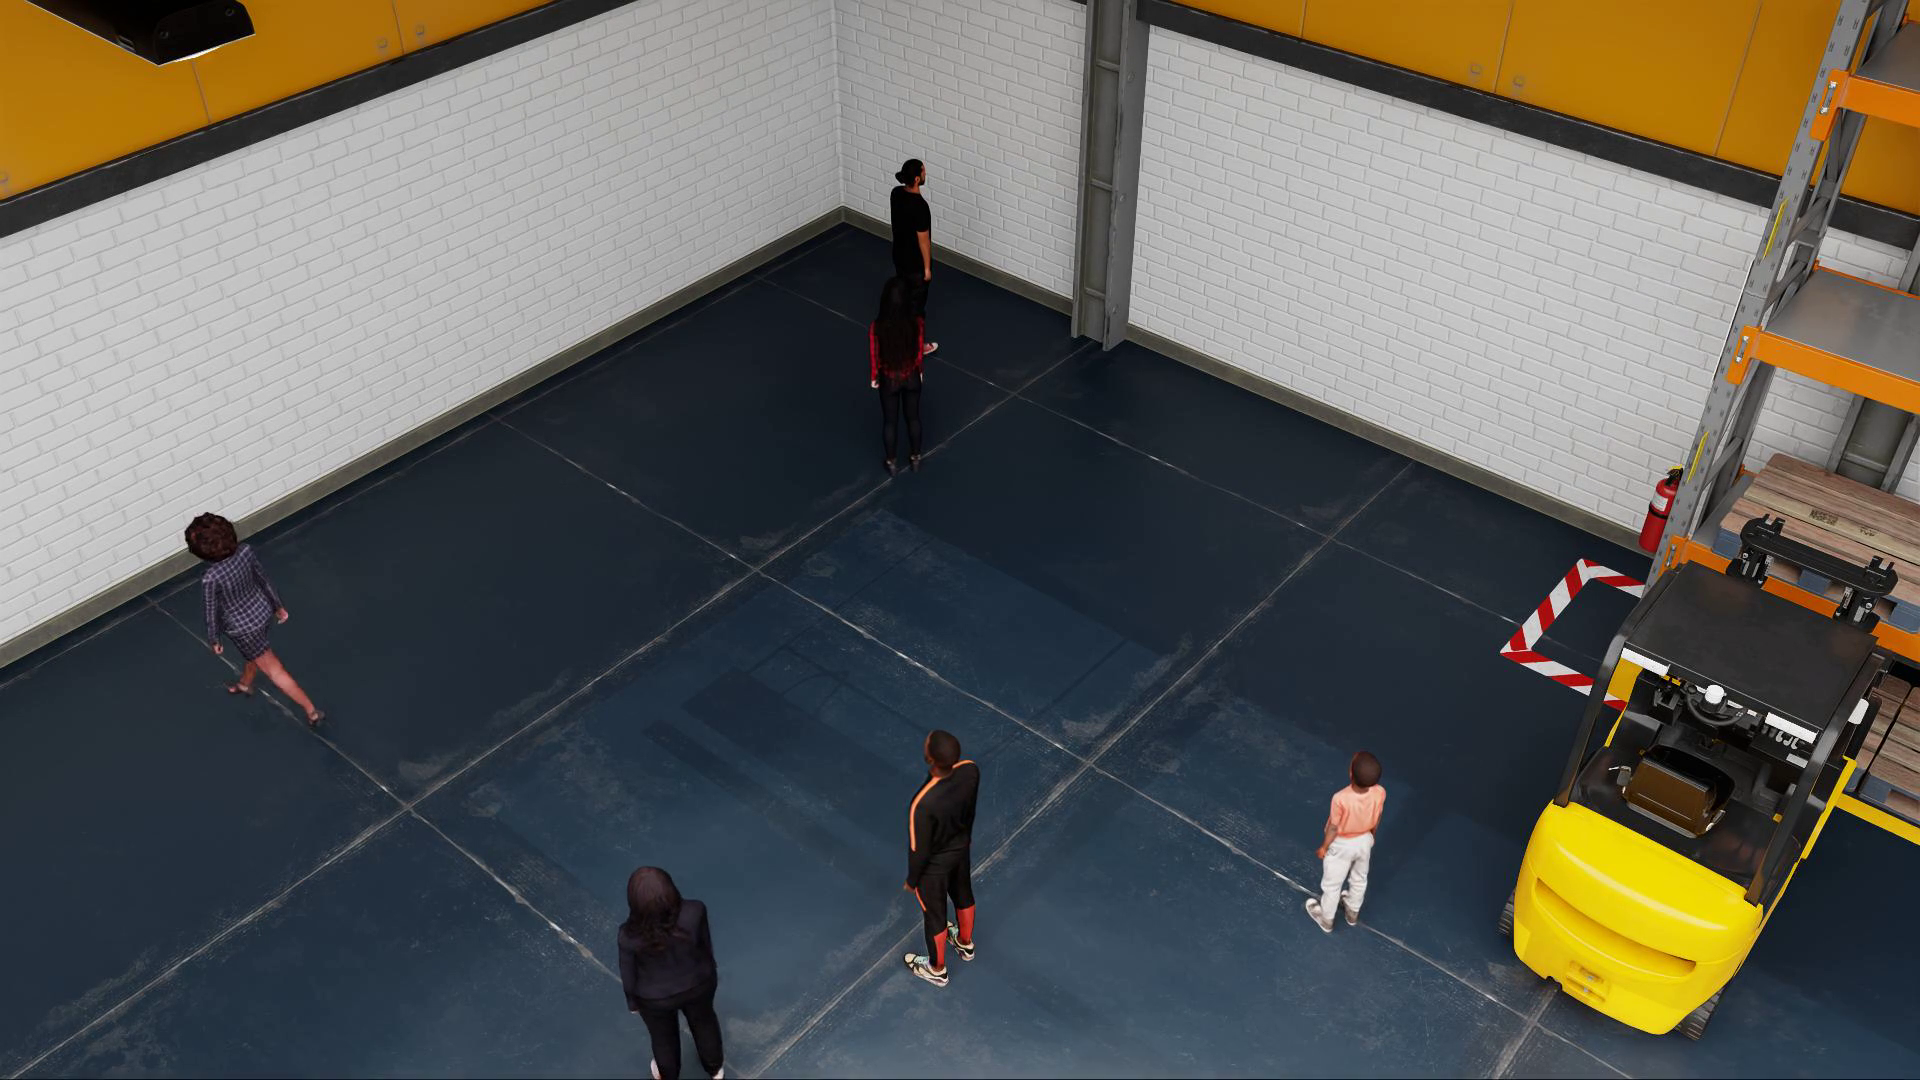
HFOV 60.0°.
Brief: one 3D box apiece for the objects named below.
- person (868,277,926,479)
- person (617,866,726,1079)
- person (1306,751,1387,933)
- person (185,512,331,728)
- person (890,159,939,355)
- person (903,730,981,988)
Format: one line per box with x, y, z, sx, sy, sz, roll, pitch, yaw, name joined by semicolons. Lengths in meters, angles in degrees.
-0.449;-1.206;12.510;0.659;1.651;0.674;-12;40;-14;person
-1.417;2.208;8.264;0.729;1.615;0.734;-20;43;-24;person
2.157;1.664;9.189;0.562;1.310;0.604;-9;40;-11;person
-4.320;0.577;10.288;1.155;1.636;0.869;15;41;18;person
-0.410;-2.359;13.869;0.724;1.757;0.566;-25;45;-28;person
-0.088;1.662;8.793;0.540;1.808;0.628;31;48;33;person
